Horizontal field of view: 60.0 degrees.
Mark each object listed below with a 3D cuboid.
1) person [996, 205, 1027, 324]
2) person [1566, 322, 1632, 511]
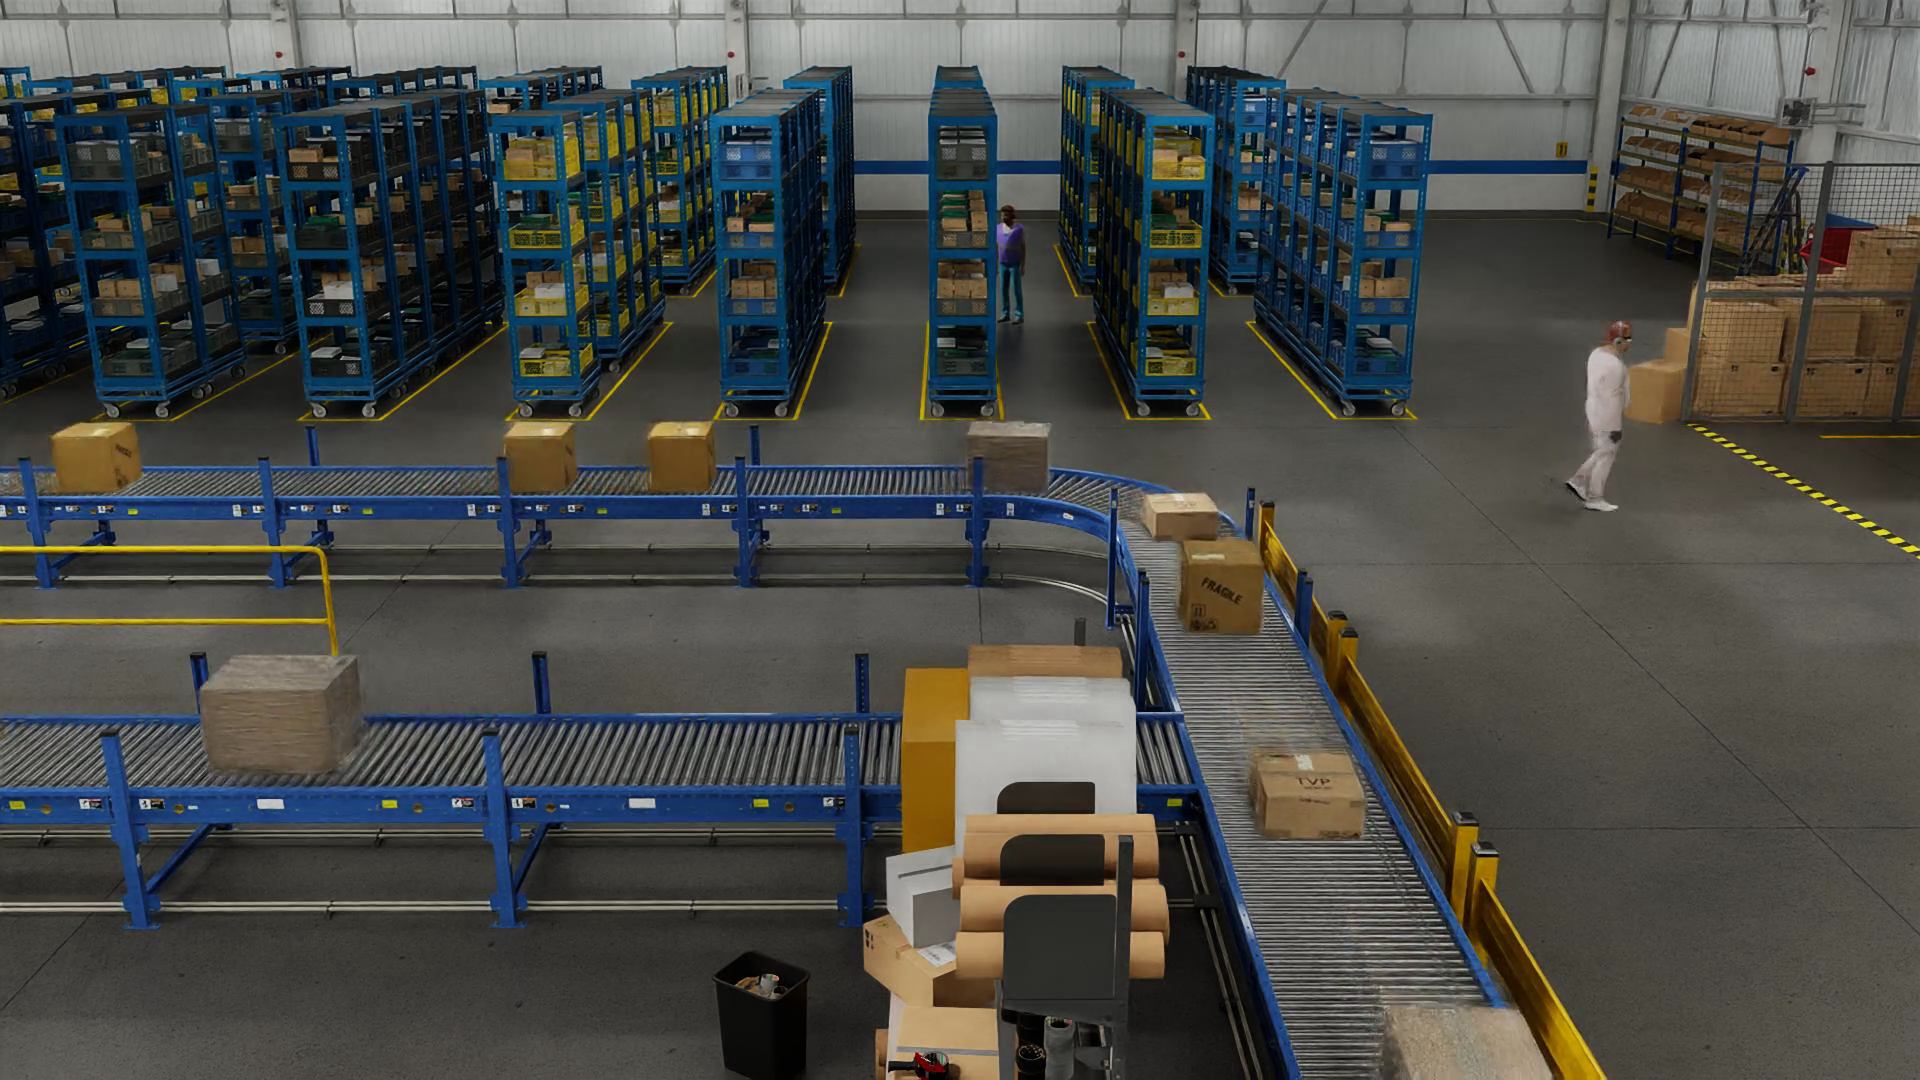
[{"bbox_3d":[0.790,-4.295,25.909,0.575,1.830,0.388,12,21,32],"label":"person"},{"bbox_3d":[6.344,-1.203,16.284,0.433,1.888,0.665,1,18,4],"label":"person"}]
